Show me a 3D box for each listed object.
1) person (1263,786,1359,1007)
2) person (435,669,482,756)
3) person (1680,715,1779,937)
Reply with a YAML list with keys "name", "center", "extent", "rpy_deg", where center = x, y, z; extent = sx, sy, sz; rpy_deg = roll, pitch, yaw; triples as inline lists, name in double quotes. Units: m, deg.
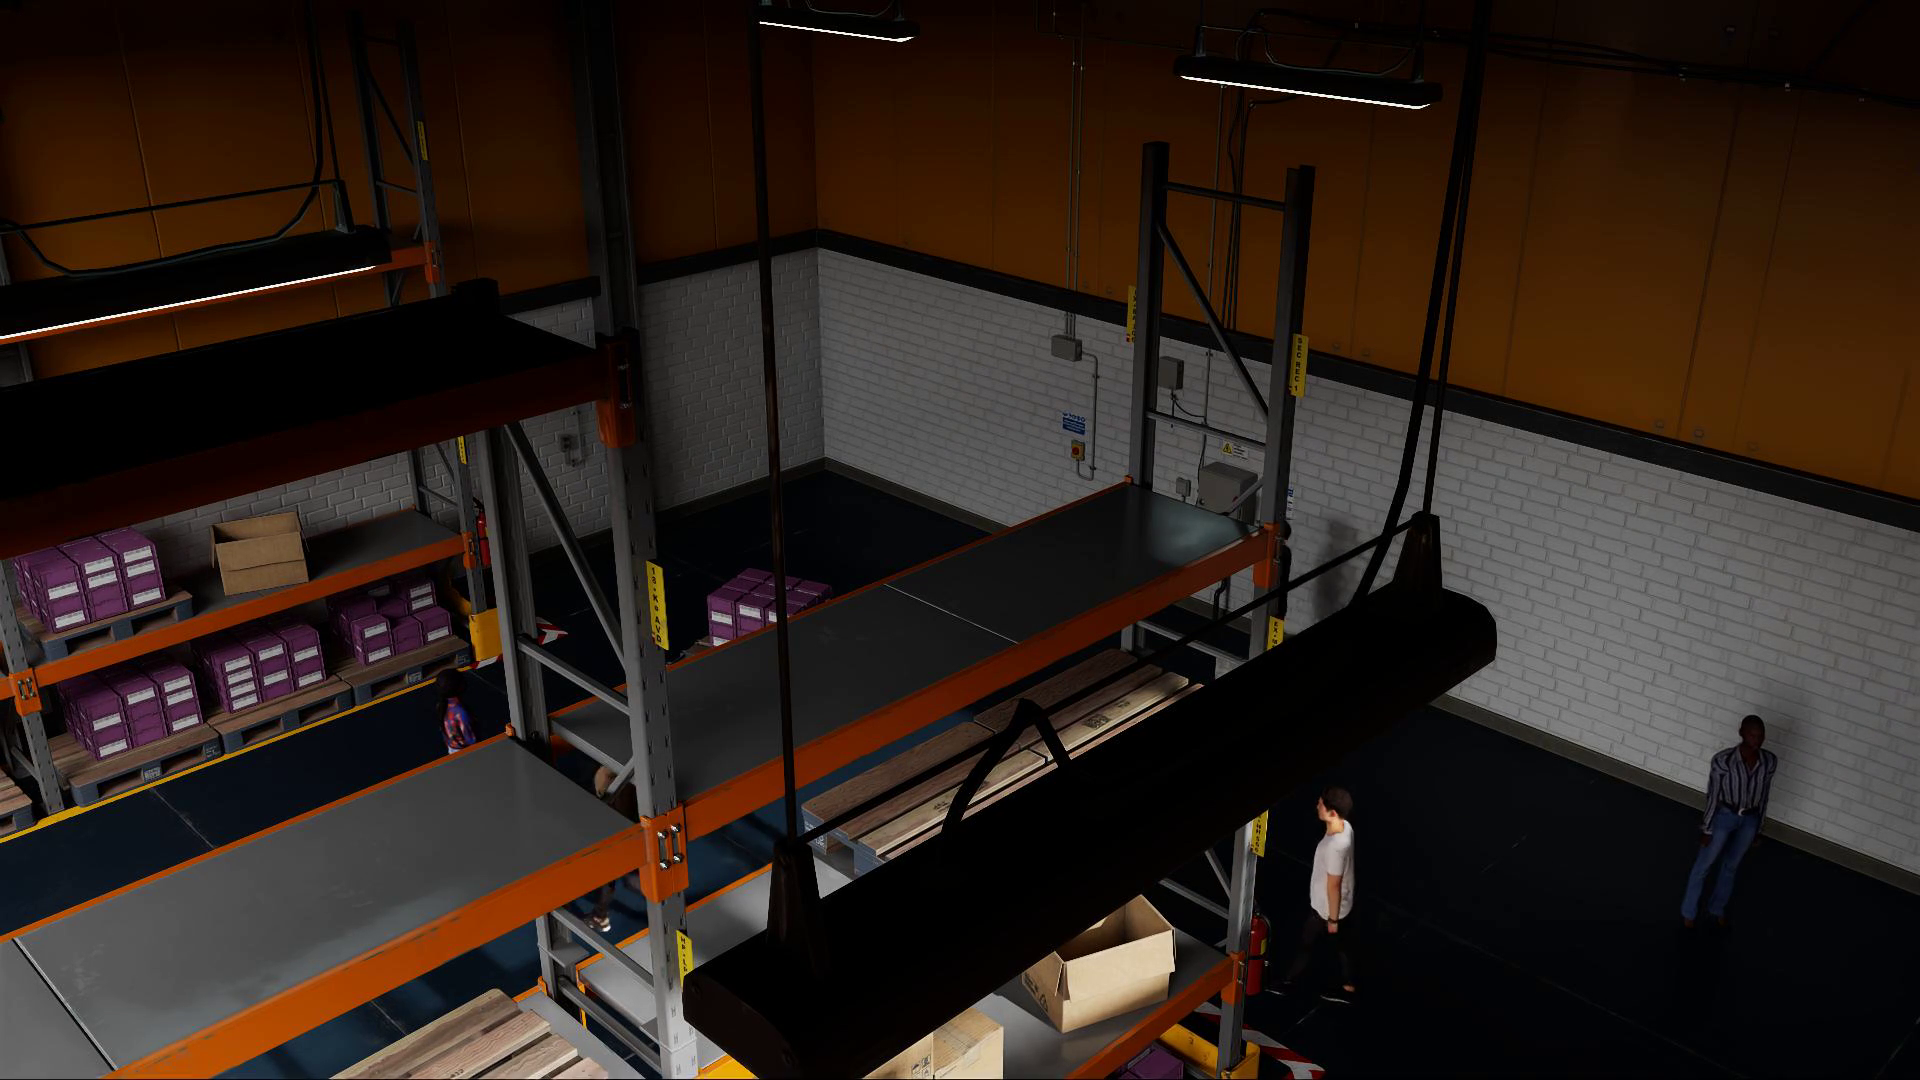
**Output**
- name: "person"
  center: [2.590, 2.448, 11.232]
  extent: [0.943, 1.694, 0.989]
  rpy_deg: [9, 25, 20]
- name: "person"
  center: [-3.802, 1.760, 12.747]
  extent: [0.582, 1.741, 0.505]
  rpy_deg: [21, 31, 39]
- name: "person"
  center: [5.566, 2.053, 12.012]
  extent: [0.699, 1.793, 0.775]
  rpy_deg: [-2, 24, -4]
